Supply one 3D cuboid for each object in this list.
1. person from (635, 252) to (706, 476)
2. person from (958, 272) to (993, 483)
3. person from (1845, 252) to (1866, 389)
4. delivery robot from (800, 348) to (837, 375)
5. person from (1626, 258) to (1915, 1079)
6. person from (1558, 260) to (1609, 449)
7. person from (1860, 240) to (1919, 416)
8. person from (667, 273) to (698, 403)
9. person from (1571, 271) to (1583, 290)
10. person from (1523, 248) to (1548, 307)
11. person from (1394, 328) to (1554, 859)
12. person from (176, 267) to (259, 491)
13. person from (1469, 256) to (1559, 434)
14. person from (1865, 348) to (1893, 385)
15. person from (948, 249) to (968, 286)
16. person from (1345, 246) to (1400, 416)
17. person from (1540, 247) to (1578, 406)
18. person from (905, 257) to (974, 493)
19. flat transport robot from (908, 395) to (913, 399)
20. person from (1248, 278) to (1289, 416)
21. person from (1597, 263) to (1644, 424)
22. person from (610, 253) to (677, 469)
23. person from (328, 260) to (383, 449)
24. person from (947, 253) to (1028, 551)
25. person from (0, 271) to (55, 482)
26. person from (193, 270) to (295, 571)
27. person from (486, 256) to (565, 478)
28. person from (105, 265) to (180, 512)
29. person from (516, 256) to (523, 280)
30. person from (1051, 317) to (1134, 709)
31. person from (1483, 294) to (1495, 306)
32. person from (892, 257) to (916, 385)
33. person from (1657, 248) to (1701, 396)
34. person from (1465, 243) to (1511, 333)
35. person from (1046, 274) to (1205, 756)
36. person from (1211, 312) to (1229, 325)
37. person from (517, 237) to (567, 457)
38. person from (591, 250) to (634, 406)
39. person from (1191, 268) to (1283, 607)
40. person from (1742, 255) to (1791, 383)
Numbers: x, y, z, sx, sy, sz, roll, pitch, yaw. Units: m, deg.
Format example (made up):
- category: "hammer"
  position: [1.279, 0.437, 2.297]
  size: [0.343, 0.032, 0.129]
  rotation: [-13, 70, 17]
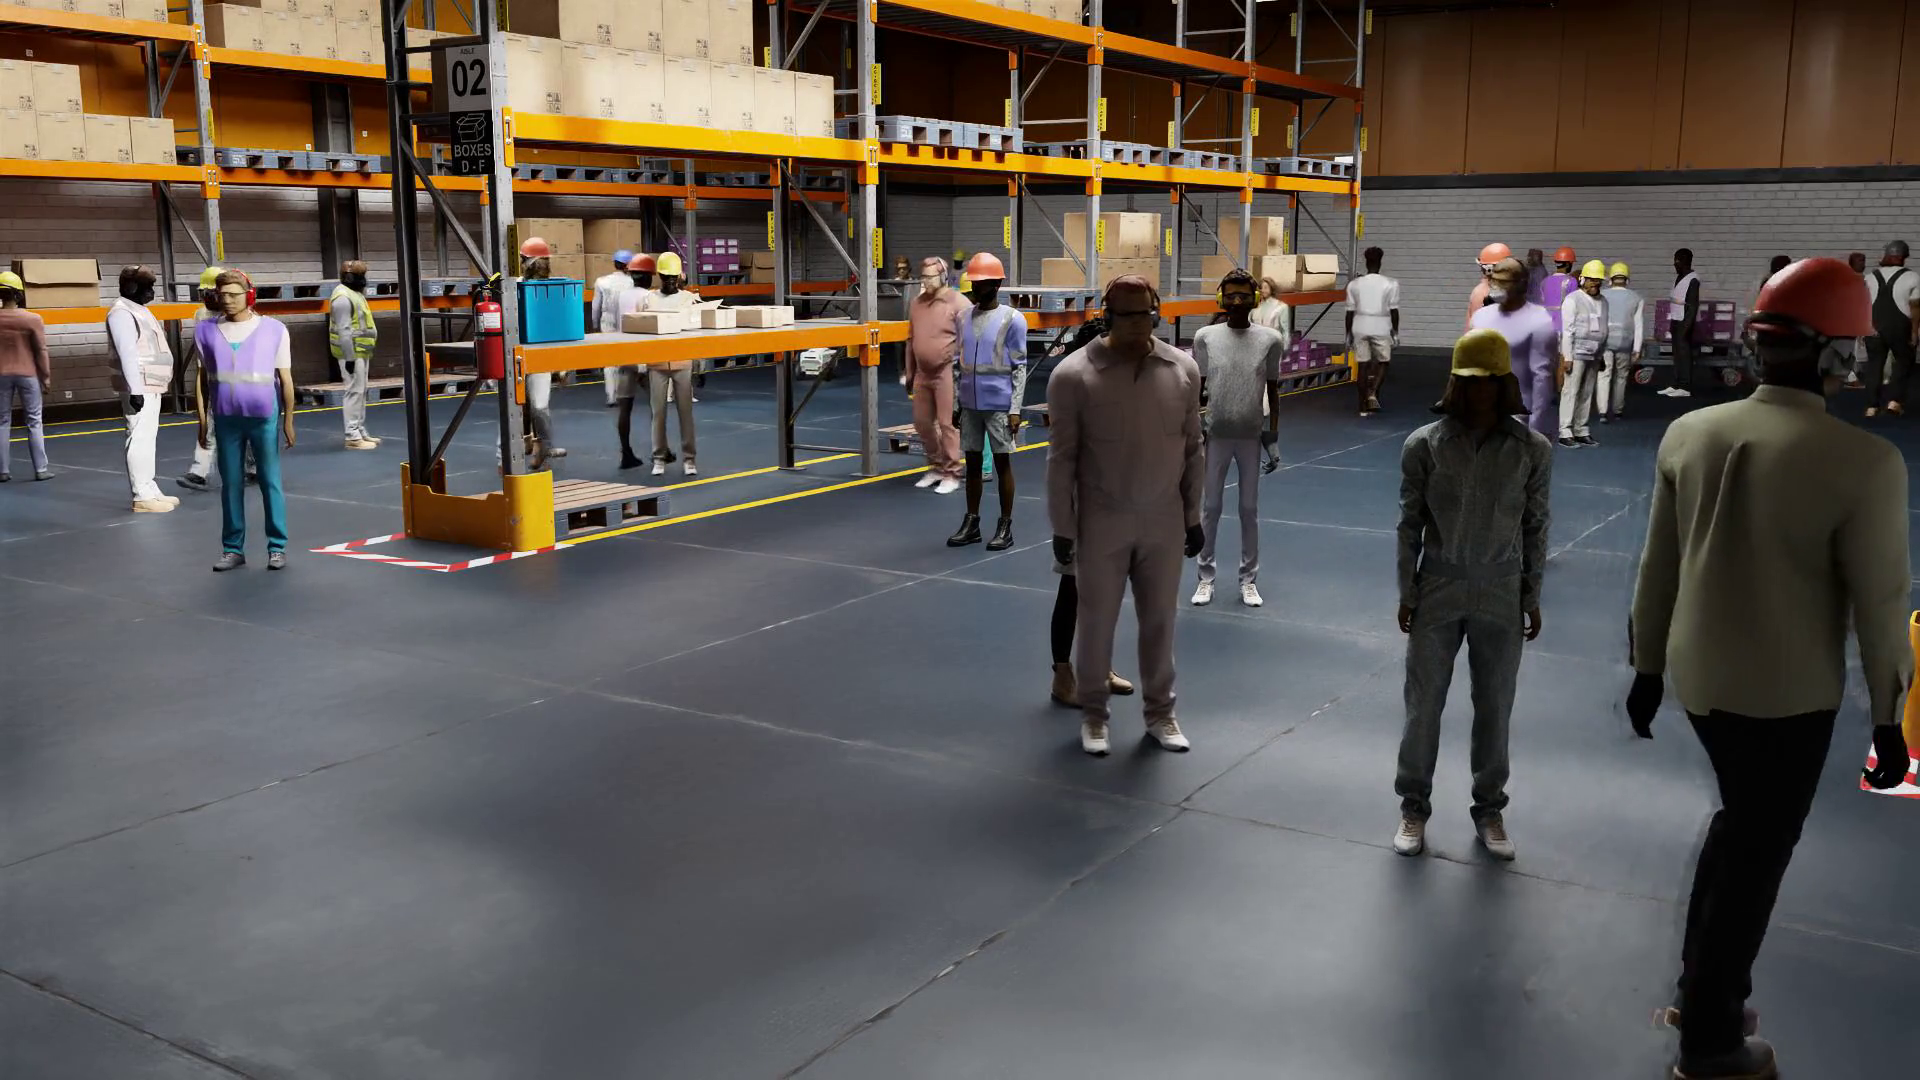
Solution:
- category: "person"
  position: [-2.481, -1.508, 14.318]
  size: [0.591, 1.922, 0.388]
  rotation: [-1, 10, -7]
- category: "person"
  position: [0.124, -1.358, 13.939]
  size: [0.320, 1.762, 0.522]
  rotation: [-1, 10, -5]
- category: "person"
  position: [12.213, -3.026, 22.891]
  size: [0.586, 1.862, 0.714]
  rotation: [-8, 13, -36]
- category: "delivery robot"
  position: [-2.040, -2.633, 24.079]
  size: [0.477, 0.478, 0.707]
  rotation: [3, 11, 16]
- category: "person"
  position: [1.940, 0.336, 3.929]
  size: [0.571, 1.974, 0.644]
  rotation: [-4, 11, -23]
- category: "person"
  position: [6.115, -1.812, 16.256]
  size: [0.591, 1.829, 0.404]
  rotation: [-6, 12, -32]
- category: "person"
  position: [10.708, -2.436, 19.129]
  size: [0.578, 2.000, 0.711]
  rotation: [-8, 13, -39]
- category: "person"
  position: [-3.513, -2.511, 20.667]
  size: [0.517, 1.636, 0.314]
  rotation: [3, 11, 18]
- category: "person"
  position: [8.813, -3.073, 23.930]
  size: [0.514, 1.583, 0.765]
  rotation: [8, 13, 38]
- category: "person"
  position: [8.891, -3.553, 25.755]
  size: [0.477, 1.919, 0.678]
  rotation: [3, 11, 14]
- category: "person"
  position: [1.670, 0.183, 5.445]
  size: [0.487, 1.744, 0.297]
  rotation: [1, 10, 8]
- category: "person"
  position: [-5.981, -1.281, 13.394]
  size: [0.625, 1.792, 0.874]
  rotation: [3, 11, 15]
- category: "person"
  position: [3.252, -0.728, 9.967]
  size: [0.442, 1.929, 0.649]
  rotation: [-6, 12, -30]
- category: "person"
  position: [12.817, -2.933, 23.111]
  size: [0.513, 1.593, 0.841]
  rotation: [9, 13, 40]
- category: "person"
  position: [-0.028, -4.226, 29.568]
  size: [0.615, 1.864, 1.042]
  rotation: [9, 14, 42]
- category: "person"
  position: [4.746, -2.397, 19.147]
  size: [0.643, 1.952, 0.419]
  rotation: [4, 11, 22]
- category: "person"
  position: [7.360, -2.614, 20.401]
  size: [0.361, 1.938, 0.545]
  rotation: [-6, 12, -30]
- category: "person"
  position: [-0.172, -1.324, 13.398]
  size: [0.663, 1.897, 0.424]
  rotation: [9, 13, 40]
- category: "flat transport robot"
  position: [-0.123, -1.945, 21.311]
  size: [0.652, 0.197, 1.431]
  rotation: [3, 11, 17]
- category: "person"
  position: [3.441, -2.164, 18.869]
  size: [0.521, 1.593, 0.870]
  rotation: [7, 12, 33]
- category: "person"
  position: [7.257, -2.180, 18.468]
  size: [0.599, 1.778, 0.943]
  rotation: [4, 11, 20]
- category: "person"
  position: [-2.848, -1.605, 14.921]
  size: [0.551, 1.896, 0.788]
  rotation: [3, 11, 15]
- category: "person"
  position: [-5.896, -1.799, 16.200]
  size: [0.429, 1.831, 0.636]
  rotation: [-1, 10, -8]
- category: "person"
  position: [0.169, -0.898, 10.891]
  size: [0.542, 1.938, 0.358]
  rotation: [6, 12, 32]
- category: "person"
  position: [-7.915, -1.363, 13.962]
  size: [0.528, 1.763, 0.324]
  rotation: [-2, 11, -14]
- category: "person"
  position: [-4.381, -0.730, 10.224]
  size: [0.571, 1.840, 0.374]
  rotation: [-1, 10, -7]
- category: "person"
  position: [-3.732, -1.491, 14.330]
  size: [0.684, 1.899, 0.546]
  rotation: [-3, 11, -15]
- category: "person"
  position: [-6.113, -1.128, 12.453]
  size: [0.429, 1.838, 0.621]
  rotation: [-3, 11, -16]
- category: "person"
  position: [-5.148, -2.382, 19.331]
  size: [0.574, 1.869, 0.539]
  rotation: [-1, 10, -6]
- category: "person"
  position: [0.596, -0.125, 7.277]
  size: [0.319, 1.695, 0.538]
  rotation: [9, 14, 41]
- category: "person"
  position: [3.873, -0.965, 12.014]
  size: [0.803, 1.668, 0.530]
  rotation: [-9, 14, -40]
- category: "person"
  position: [-0.774, -3.004, 22.979]
  size: [0.505, 1.802, 0.971]
  rotation: [0, 10, -1]
- category: "person"
  position: [9.400, -2.821, 21.617]
  size: [0.391, 1.913, 0.588]
  rotation: [1, 10, 3]
- category: "person"
  position: [4.468, -1.506, 14.098]
  size: [0.392, 1.995, 0.612]
  rotation: [5, 11, 27]
- category: "person"
  position: [0.662, -0.090, 6.554]
  size: [0.654, 1.895, 0.401]
  rotation: [-3, 11, -14]
- category: "person"
  position: [3.864, -3.323, 24.339]
  size: [0.670, 1.947, 0.411]
  rotation: [-9, 14, -41]
- category: "person"
  position: [-3.955, -1.794, 15.560]
  size: [0.394, 2.044, 0.609]
  rotation: [-7, 12, -33]
- category: "person"
  position: [-4.157, -2.573, 20.253]
  size: [0.635, 1.906, 0.489]
  rotation: [-4, 11, -23]
- category: "person"
  position: [1.517, -0.559, 9.202]
  size: [0.513, 1.872, 0.328]
  rotation: [1, 10, 6]
- category: "person"
  position: [11.518, -3.092, 23.423]
  size: [0.872, 1.802, 0.639]
  rotation: [6, 12, 29]
